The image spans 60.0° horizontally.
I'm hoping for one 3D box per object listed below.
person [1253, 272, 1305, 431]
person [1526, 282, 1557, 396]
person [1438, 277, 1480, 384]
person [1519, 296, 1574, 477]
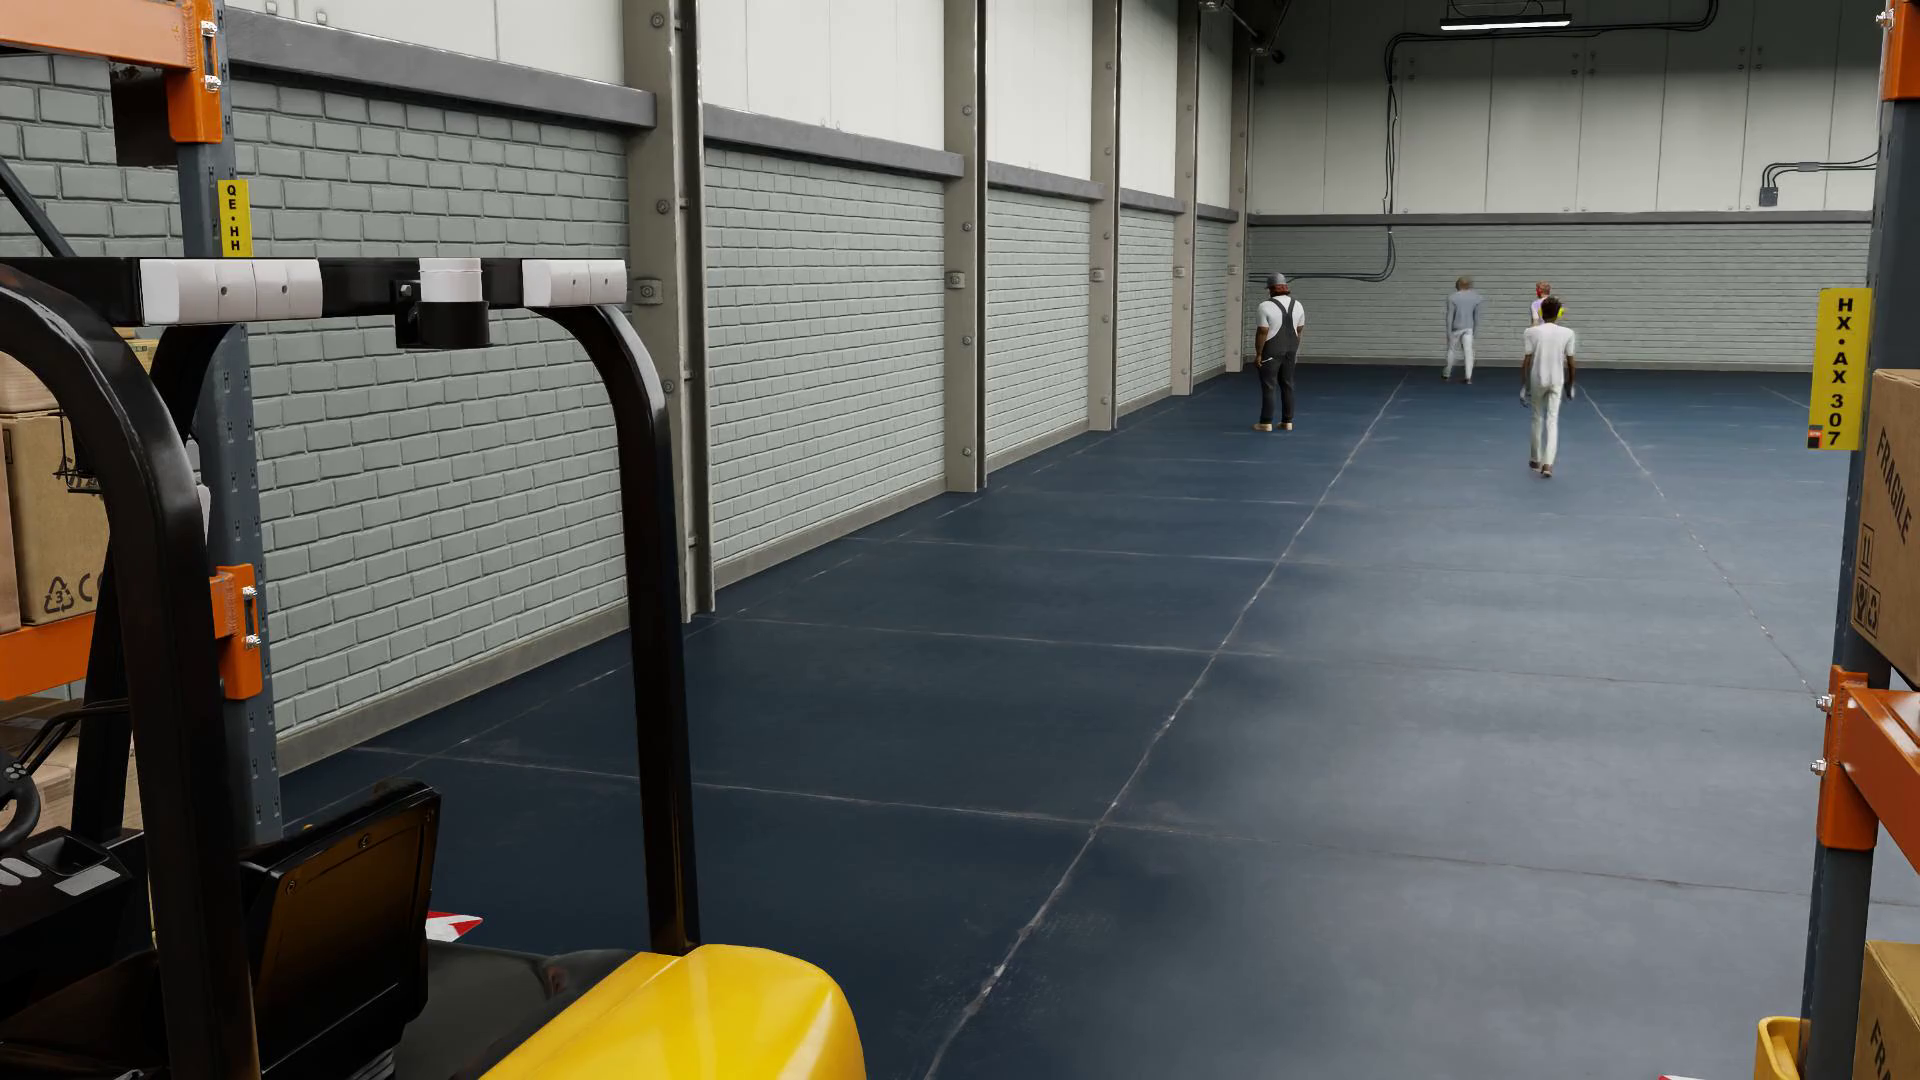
[{"bbox_3d":[4.035,-2.423,21.368,0.682,2.000,0.538,-5,11,-26],"label":"person"},{"bbox_3d":[9.375,-3.224,26.730,0.569,1.840,0.374,-5,11,-29],"label":"person"},{"bbox_3d":[8.897,-3.732,29.622,0.651,1.883,1.014,-1,10,-8],"label":"person"},{"bbox_3d":[5.989,-1.565,16.939,0.541,1.827,0.977,3,10,16],"label":"person"}]
